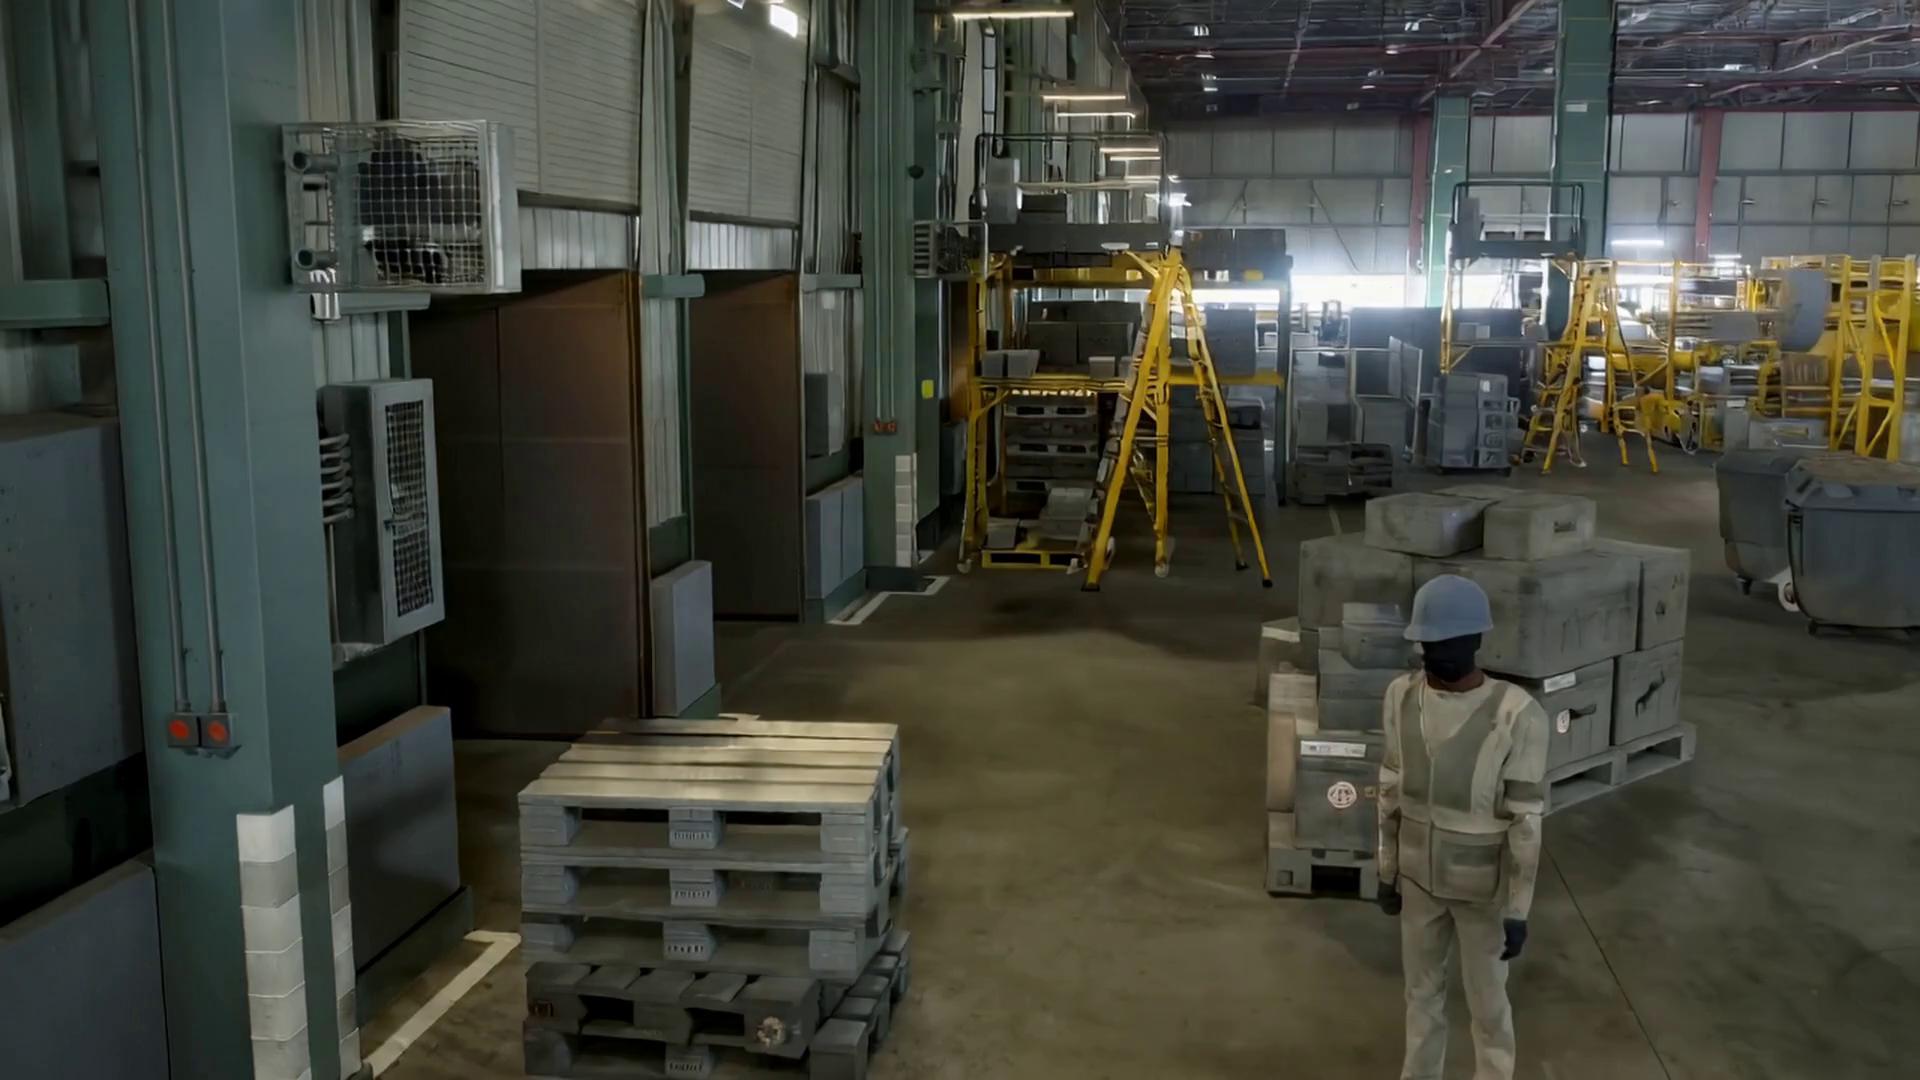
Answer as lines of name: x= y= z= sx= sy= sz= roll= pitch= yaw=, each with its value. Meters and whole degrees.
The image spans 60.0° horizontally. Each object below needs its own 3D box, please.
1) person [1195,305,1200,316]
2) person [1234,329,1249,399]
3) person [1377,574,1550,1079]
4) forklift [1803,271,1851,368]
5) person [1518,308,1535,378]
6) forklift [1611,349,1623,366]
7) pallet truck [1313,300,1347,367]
person: x=6.265 y=-5.298 z=44.387 sx=0.393 sy=1.928 sz=0.544 roll=9 pitch=13 yaw=44
person: x=5.909 y=-3.584 z=34.721 sx=0.311 sy=1.632 sz=0.522 roll=-7 pitch=12 yaw=-37
person: x=1.543 y=1.053 z=5.237 sx=0.393 sy=1.921 sz=0.586 roll=-7 pitch=12 yaw=-39
forklift: x=24.589 y=-6.351 z=47.937 sx=1.873 sy=2.768 sz=1.129 roll=1 pitch=9 yaw=9
person: x=14.986 y=-5.230 z=44.127 sx=0.641 sy=1.864 sz=0.580 roll=-5 pitch=10 yaw=-27
forklift: x=15.413 y=-5.271 z=41.272 sx=1.873 sy=2.768 sz=1.129 roll=1 pitch=9 yaw=9
pallet truck: x=11.159 y=-6.200 z=49.718 sx=0.823 sy=1.965 sz=1.885 roll=4 pitch=10 yaw=26
